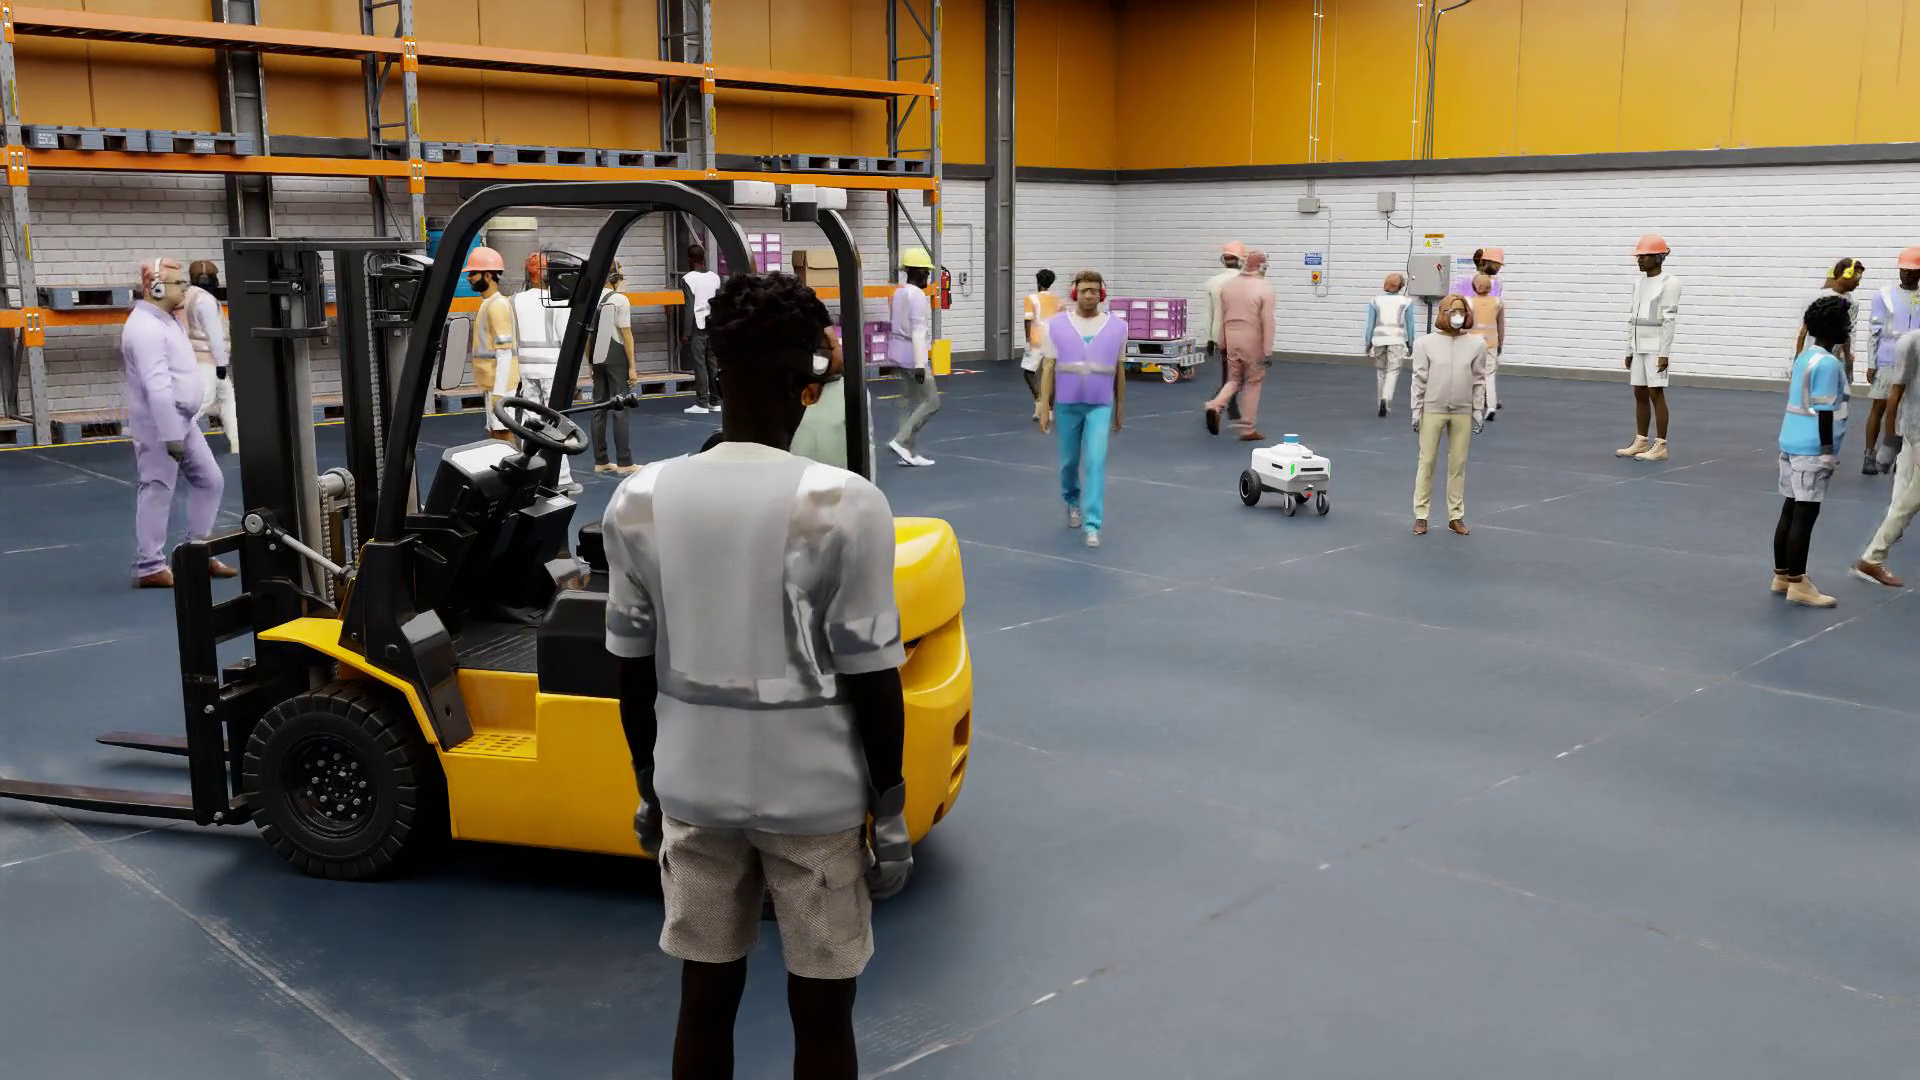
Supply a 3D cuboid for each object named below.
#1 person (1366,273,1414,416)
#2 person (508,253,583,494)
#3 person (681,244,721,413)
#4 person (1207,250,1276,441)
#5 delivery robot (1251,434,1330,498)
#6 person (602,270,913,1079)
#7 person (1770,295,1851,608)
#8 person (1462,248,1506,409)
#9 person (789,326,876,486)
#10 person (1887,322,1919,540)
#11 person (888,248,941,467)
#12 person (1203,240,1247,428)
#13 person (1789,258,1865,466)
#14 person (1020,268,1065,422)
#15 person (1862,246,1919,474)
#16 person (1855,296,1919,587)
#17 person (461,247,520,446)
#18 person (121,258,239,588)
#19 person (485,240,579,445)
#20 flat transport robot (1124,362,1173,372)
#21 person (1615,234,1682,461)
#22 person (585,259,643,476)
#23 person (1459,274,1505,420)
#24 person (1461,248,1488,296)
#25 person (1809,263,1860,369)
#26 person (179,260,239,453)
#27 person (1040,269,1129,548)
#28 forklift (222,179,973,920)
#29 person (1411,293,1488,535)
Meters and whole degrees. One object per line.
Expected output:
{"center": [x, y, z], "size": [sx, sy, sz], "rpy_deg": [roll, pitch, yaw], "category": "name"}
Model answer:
{"center": [4.815, -2.199, 18.707], "size": [0.526, 1.608, 0.753], "rpy_deg": [6, 12, 30], "category": "person"}
{"center": [-3.238, -1.280, 12.941], "size": [0.573, 1.887, 0.355], "rpy_deg": [3, 11, 17], "category": "person"}
{"center": [-2.944, -2.404, 18.992], "size": [0.379, 1.916, 0.591], "rpy_deg": [6, 12, 31], "category": "person"}
{"center": [2.771, -1.890, 16.297], "size": [0.572, 1.879, 0.678], "rpy_deg": [-9, 14, -40], "category": "person"}
{"center": [2.437, -0.537, 12.272], "size": [0.477, 0.478, 0.707], "rpy_deg": [-3, 11, -15], "category": "delivery robot"}
{"center": [-0.366, 0.474, 3.184], "size": [0.603, 1.959, 0.380], "rpy_deg": [4, 11, 20], "category": "person"}
{"center": [4.689, -0.489, 9.149], "size": [0.322, 1.697, 0.535], "rpy_deg": [3, 11, 13], "category": "person"}
{"center": [6.144, -2.514, 19.718], "size": [0.564, 1.884, 0.988], "rpy_deg": [-2, 11, -13], "category": "person"}
{"center": [-0.648, -0.198, 7.753], "size": [0.523, 1.614, 0.557], "rpy_deg": [-1, 10, -7], "category": "person"}
{"center": [6.315, -0.768, 10.838], "size": [0.498, 1.634, 0.284], "rpy_deg": [10, 14, 42], "category": "person"}
{"center": [-0.385, -1.574, 14.463], "size": [0.406, 1.912, 0.624], "rpy_deg": [-4, 11, -20], "category": "person"}
{"center": [2.784, -2.113, 17.242], "size": [0.832, 1.972, 0.626], "rpy_deg": [-10, 14, -42], "category": "person"}
{"center": [7.423, -1.511, 14.376], "size": [0.666, 1.834, 0.321], "rpy_deg": [-4, 11, -21], "category": "person"}
{"center": [0.921, -2.105, 18.049], "size": [0.569, 1.658, 0.505], "rpy_deg": [-6, 12, -29], "category": "person"}
{"center": [7.950, -1.503, 14.033], "size": [0.547, 1.934, 0.376], "rpy_deg": [3, 11, 14], "category": "person"}
{"center": [5.450, -0.570, 9.288], "size": [0.516, 1.816, 0.959], "rpy_deg": [-4, 11, -21], "category": "person"}
{"center": [-3.357, -1.125, 11.956], "size": [0.369, 1.939, 0.542], "rpy_deg": [-4, 11, -21], "category": "person"}
{"center": [-4.458, -0.658, 9.533], "size": [0.659, 1.883, 0.685], "rpy_deg": [-3, 11, -14], "category": "person"}
{"center": [-4.028, -1.858, 15.676], "size": [0.872, 2.000, 0.701], "rpy_deg": [-7, 13, -35], "category": "person"}
{"center": [2.392, -2.633, 24.730], "size": [1.431, 0.197, 0.652], "rpy_deg": [4, 11, 21], "category": "flat transport robot"}
{"center": [6.191, -1.725, 14.987], "size": [0.392, 2.038, 0.607], "rpy_deg": [-2, 11, -12], "category": "person"}
{"center": [-2.942, -1.459, 14.043], "size": [0.504, 1.843, 0.345], "rpy_deg": [6, 12, 28], "category": "person"}
{"center": [5.765, -2.130, 18.369], "size": [0.540, 1.602, 0.819], "rpy_deg": [1, 10, 4], "category": "person"}
{"center": [6.240, -2.574, 20.061], "size": [0.327, 1.865, 0.514], "rpy_deg": [-5, 11, -25], "category": "person"}
{"center": [8.824, -1.925, 16.852], "size": [0.484, 1.744, 0.295], "rpy_deg": [1, 10, 7], "category": "person"}
{"center": [-6.936, -1.655, 15.216], "size": [0.907, 1.809, 0.636], "rpy_deg": [-8, 13, -36], "category": "person"}
{"center": [0.830, -0.908, 11.142], "size": [0.579, 1.819, 0.913], "rpy_deg": [0, 10, 3], "category": "person"}
{"center": [-1.114, -0.058, 5.440], "size": [2.313, 2.155, 1.214], "rpy_deg": [2, 11, 13], "category": "forklift"}
{"center": [3.303, -0.848, 11.270], "size": [0.500, 1.636, 0.283], "rpy_deg": [0, 10, 2], "category": "person"}
